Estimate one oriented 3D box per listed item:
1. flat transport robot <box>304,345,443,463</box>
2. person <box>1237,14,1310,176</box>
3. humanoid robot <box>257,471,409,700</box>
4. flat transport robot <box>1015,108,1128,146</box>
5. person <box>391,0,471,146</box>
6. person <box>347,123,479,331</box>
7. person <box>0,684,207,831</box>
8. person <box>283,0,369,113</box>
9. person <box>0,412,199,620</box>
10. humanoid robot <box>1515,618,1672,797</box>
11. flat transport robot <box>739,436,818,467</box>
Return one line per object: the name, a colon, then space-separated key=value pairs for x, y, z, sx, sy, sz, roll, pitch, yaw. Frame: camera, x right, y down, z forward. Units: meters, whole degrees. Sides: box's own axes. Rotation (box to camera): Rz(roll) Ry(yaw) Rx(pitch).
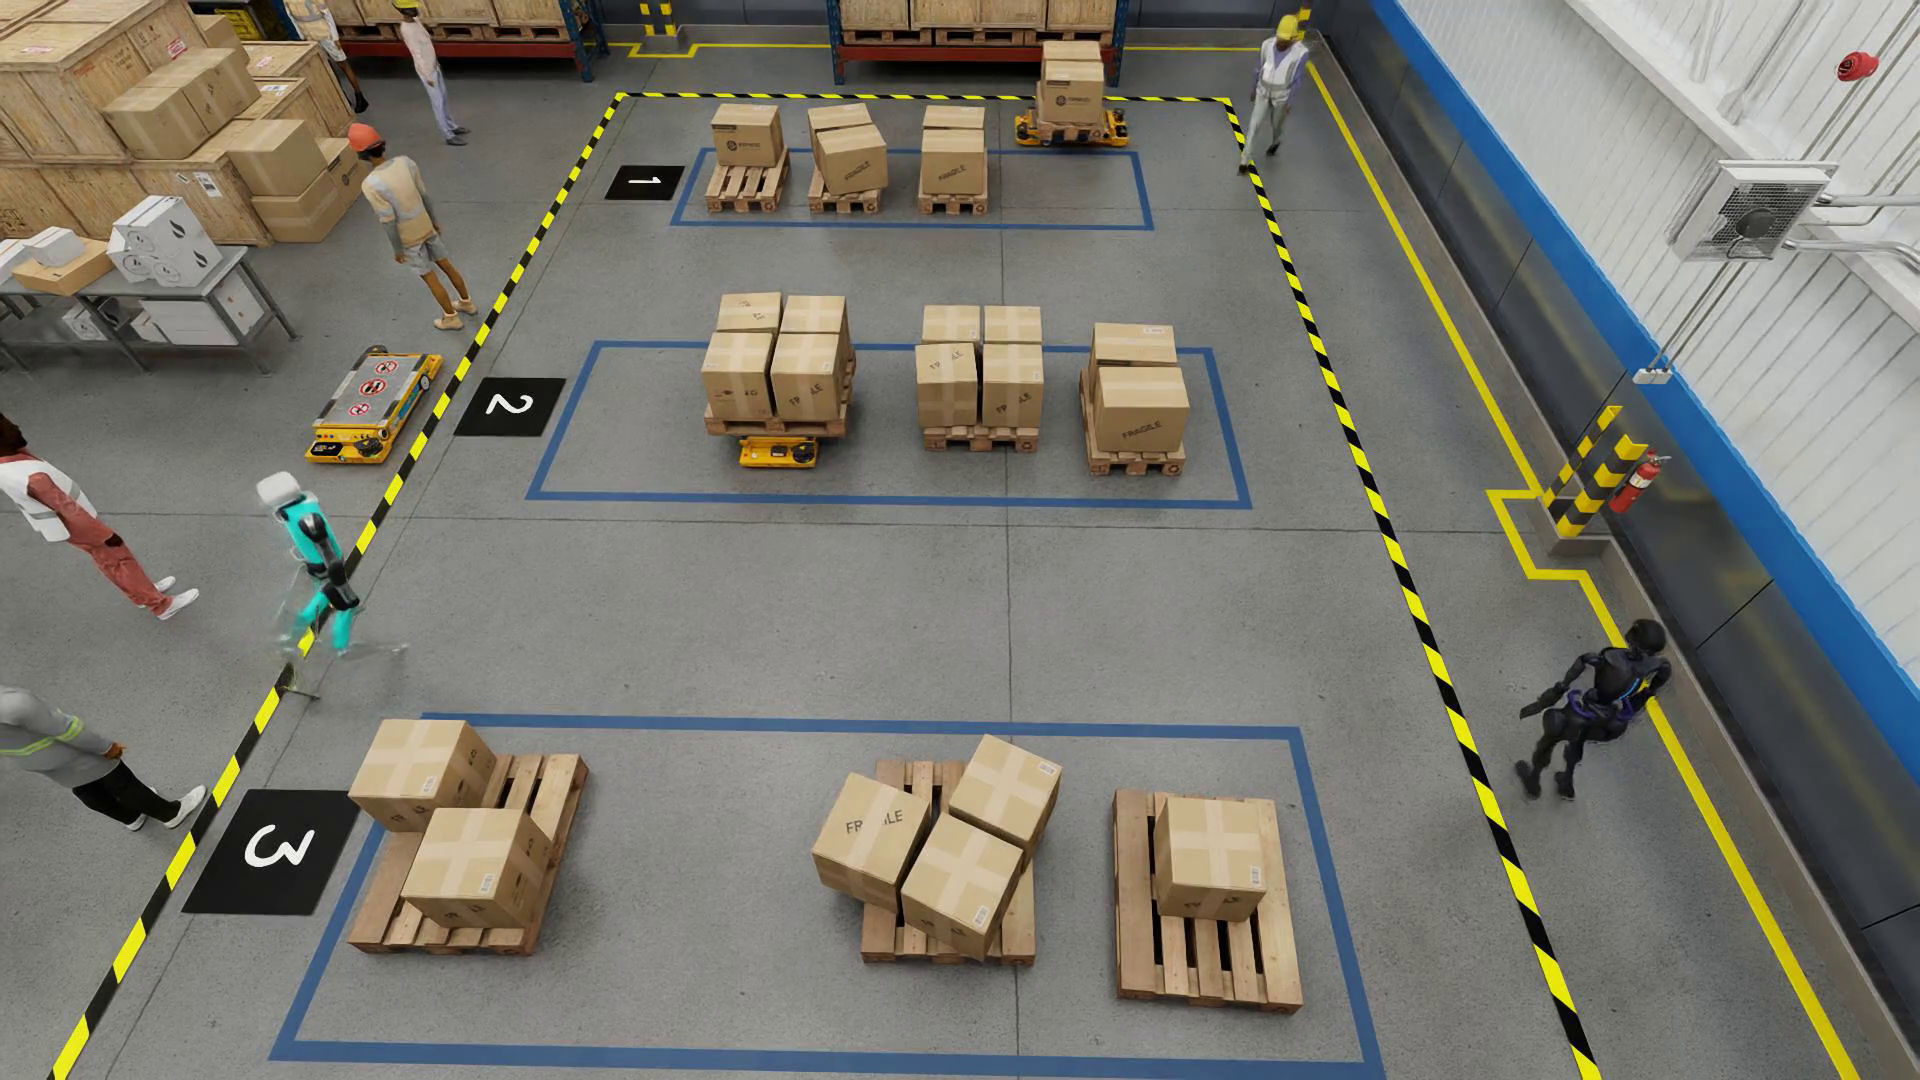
flat transport robot: x=-5.383 y=-1.269 z=8.441 sx=0.659 sy=0.231 sz=1.431 roll=1 pitch=50 yaw=1
person: x=3.748 y=-5.340 z=10.891 sx=0.589 sy=1.791 sz=0.890 roll=24 pitch=54 yaw=19
humanoid robot: x=-4.400 y=0.436 z=6.055 sx=0.561 sy=1.751 sz=1.016 roll=35 pitch=58 yaw=26
flat transport robot: x=1.440 y=-5.379 z=11.900 sx=1.431 sy=0.197 sz=0.652 roll=1 pitch=50 yaw=1
person: x=-6.513 y=-5.805 z=11.297 sx=0.324 sy=1.766 sz=0.532 roll=-7 pitch=50 yaw=-6
person: x=-5.190 y=-2.919 z=8.677 sx=0.379 sy=2.039 sz=0.614 roll=12 pitch=51 yaw=10
person: x=-5.232 y=1.184 z=5.328 sx=0.586 sy=1.852 sz=0.382 roll=0 pitch=50 yaw=0
person: x=-8.264 y=-6.496 z=11.778 sx=0.542 sy=1.927 sz=0.377 roll=5 pitch=50 yaw=4
person: x=-6.177 y=-0.126 z=6.403 sx=0.580 sy=1.911 sz=0.393 roll=25 pitch=54 yaw=20
humanoid robot: x=3.802 y=1.061 z=5.553 sx=0.590 sy=1.647 sz=0.356 roll=4 pitch=50 yaw=4
flat transport robot: x=-1.582 y=-1.235 z=8.394 sx=0.652 sy=0.197 sz=1.431 roll=1 pitch=50 yaw=1
